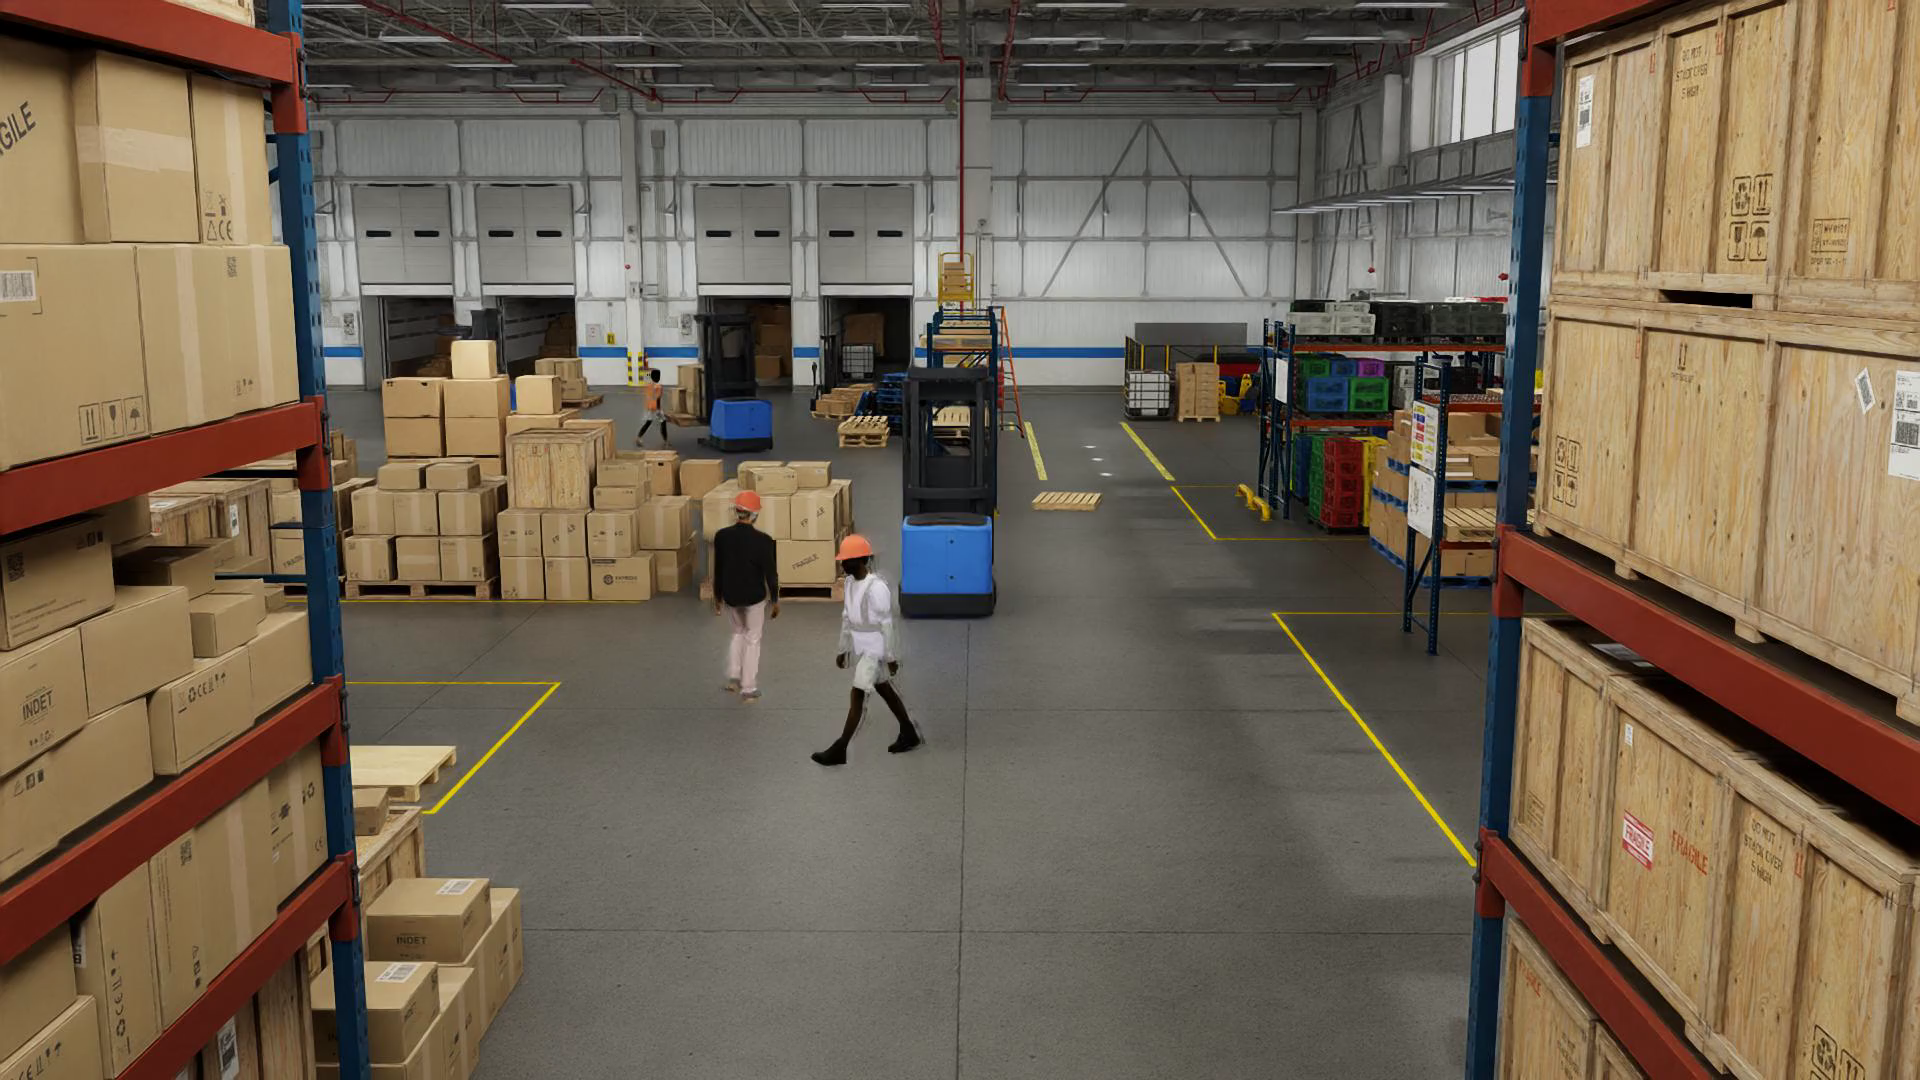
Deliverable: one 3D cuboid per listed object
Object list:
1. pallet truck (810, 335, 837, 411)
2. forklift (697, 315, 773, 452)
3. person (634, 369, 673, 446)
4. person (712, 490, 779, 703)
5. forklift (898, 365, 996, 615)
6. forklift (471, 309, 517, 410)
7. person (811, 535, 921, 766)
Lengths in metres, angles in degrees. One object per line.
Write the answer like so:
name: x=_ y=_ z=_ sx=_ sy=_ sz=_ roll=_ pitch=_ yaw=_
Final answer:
pallet truck: x=-3.021 y=-4.312 z=43.126 sx=1.885 sy=1.965 sz=0.823 roll=3 pitch=10 yaw=17
forklift: x=-4.720 y=-3.316 z=34.835 sx=1.129 sy=2.768 sz=1.873 roll=-5 pitch=11 yaw=-25
person: x=-6.571 y=-2.815 z=35.484 sx=0.842 sy=1.660 sz=0.531 roll=-9 pitch=13 yaw=-42
person: x=-1.952 y=0.515 z=15.346 sx=0.635 sy=1.974 sz=0.475 roll=4 pitch=11 yaw=23
forklift: x=-0.141 y=-0.641 z=19.399 sx=1.129 sy=2.768 sz=1.873 roll=0 pitch=10 yaw=1
forklift: x=-10.871 y=-3.933 z=38.391 sx=1.873 sy=2.768 sz=1.129 roll=1 pitch=10 yaw=7
person: x=-0.742 y=0.875 z=13.558 sx=1.013 sy=1.878 sz=0.555 roll=-5 pitch=11 yaw=-28
